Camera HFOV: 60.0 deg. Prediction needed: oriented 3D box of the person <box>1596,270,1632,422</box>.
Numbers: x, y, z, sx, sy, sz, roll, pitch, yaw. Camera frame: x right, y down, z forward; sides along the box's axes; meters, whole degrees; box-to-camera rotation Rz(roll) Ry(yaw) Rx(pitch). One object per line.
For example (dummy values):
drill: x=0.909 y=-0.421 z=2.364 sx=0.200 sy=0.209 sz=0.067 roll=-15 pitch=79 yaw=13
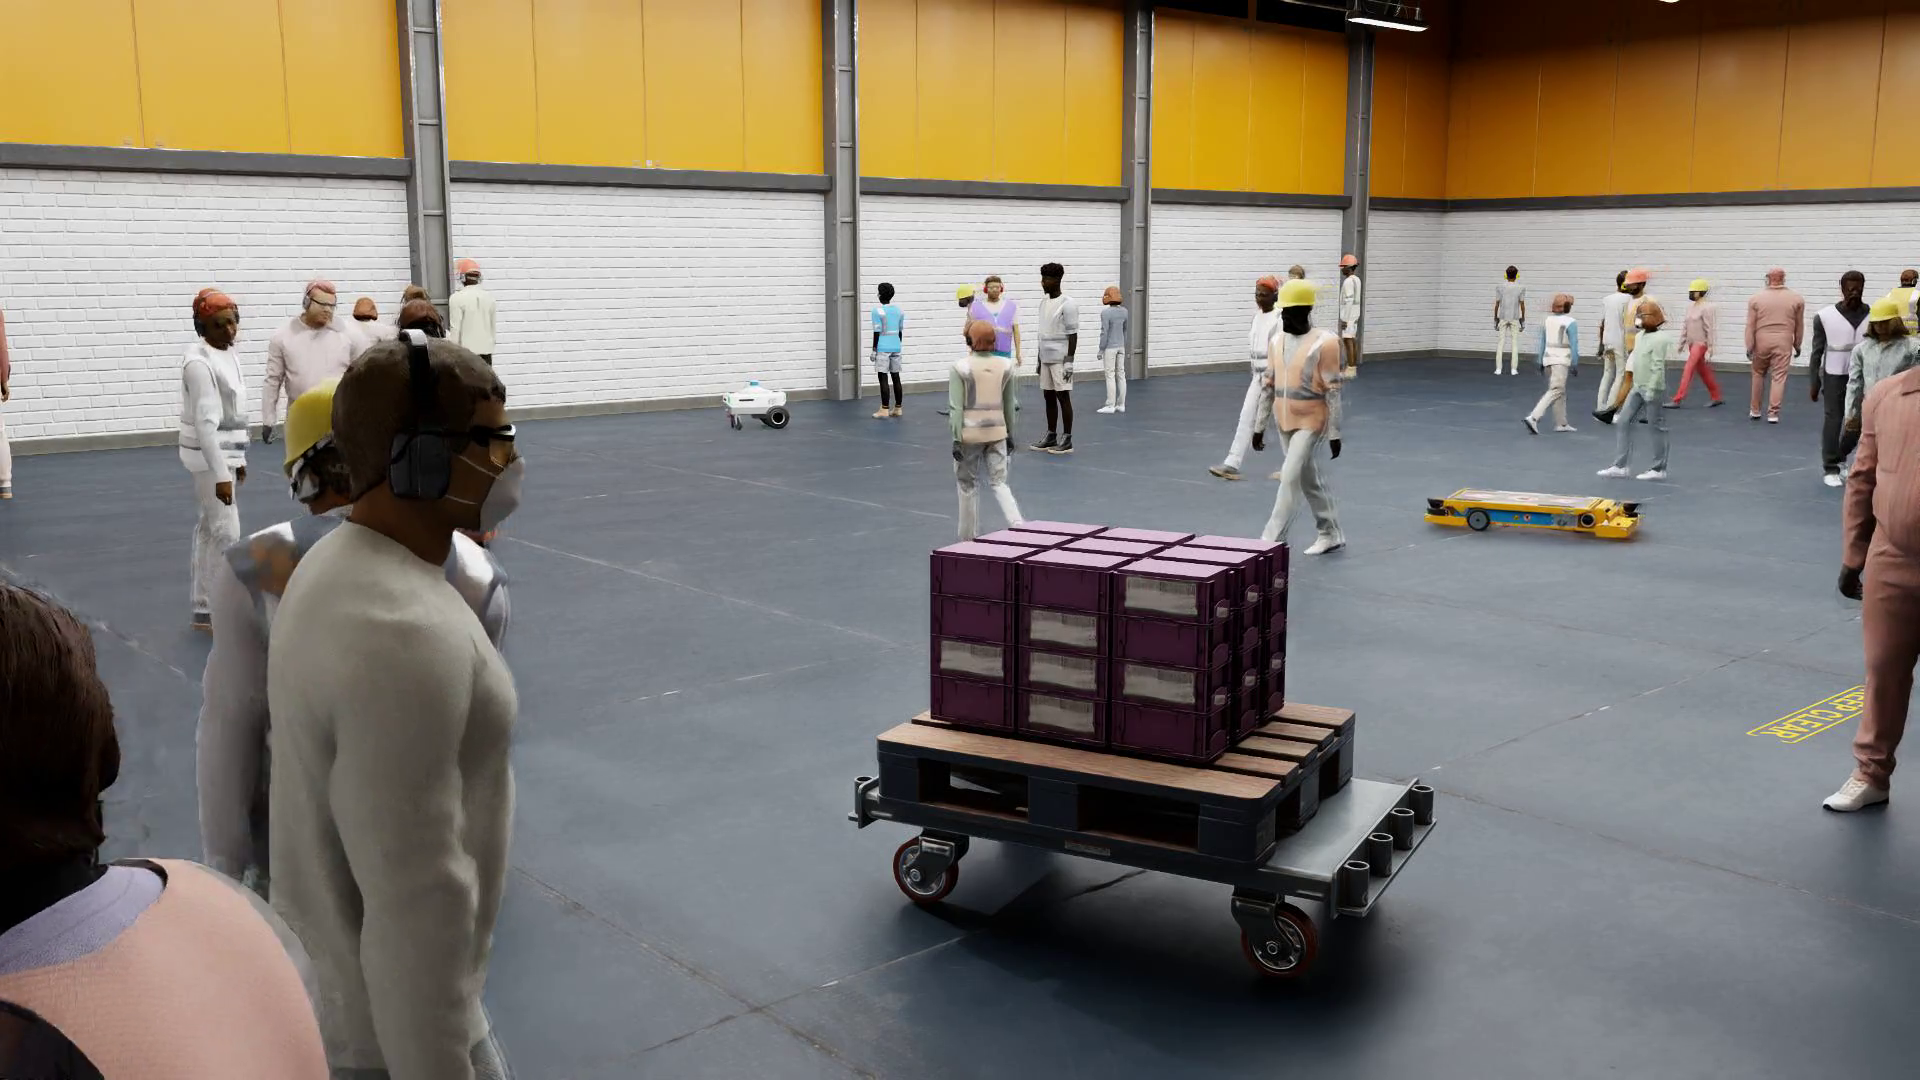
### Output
person: x=7.995 y=-2.356 z=20.295 sx=0.414 sy=1.853 sz=0.630 roll=-2 pitch=10 yaw=-14

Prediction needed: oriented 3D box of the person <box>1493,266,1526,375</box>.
person: x=9.400 y=-3.754 z=28.452 sx=0.516 sy=1.862 sz=0.315 roll=4 pitch=10 yaw=21

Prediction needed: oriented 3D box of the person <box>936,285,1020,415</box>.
person: x=0.268 y=-2.412 z=21.161 sx=1.065 sy=1.672 sz=0.537 roll=1 pitch=10 yaw=3

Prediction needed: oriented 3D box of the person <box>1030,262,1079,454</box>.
person: x=0.973 y=-1.871 z=17.112 sx=0.366 sy=1.962 sz=0.614 roll=-6 pitch=11 yaw=-30

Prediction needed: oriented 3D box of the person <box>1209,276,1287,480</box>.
person: x=2.686 y=-1.431 z=14.895 sx=0.936 sy=1.837 sz=0.585 roll=-5 pitch=11 yaw=-27

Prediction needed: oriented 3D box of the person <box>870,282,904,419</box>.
person: x=-0.916 y=-2.362 z=20.776 sx=0.317 sy=1.695 sz=0.540 roll=8 pitch=13 yaw=40

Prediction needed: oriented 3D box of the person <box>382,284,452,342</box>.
person: x=-4.110 y=-1.029 z=12.648 sx=0.520 sy=1.818 sz=0.871 roll=-4 pitch=10 yaw=-20

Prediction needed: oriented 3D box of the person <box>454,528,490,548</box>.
person: x=-1.851 y=0.233 z=5.722 sx=0.545 sy=1.646 sz=0.888 roll=-9 pitch=13 yaw=-41

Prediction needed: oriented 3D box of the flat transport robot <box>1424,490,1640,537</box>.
flat transport robot: x=4.247 y=-0.212 z=12.357 sx=1.431 sy=0.197 sz=0.652 roll=5 pitch=11 yaw=28

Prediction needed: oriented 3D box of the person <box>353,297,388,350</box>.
person: x=-6.174 y=-1.740 z=17.389 sx=0.505 sy=1.603 sz=0.781 roll=3 pitch=10 yaw=16

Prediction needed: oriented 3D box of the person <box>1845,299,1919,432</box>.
person: x=6.902 y=-0.948 z=12.472 sx=0.884 sy=1.689 sz=0.502 roll=-10 pitch=14 yaw=-44

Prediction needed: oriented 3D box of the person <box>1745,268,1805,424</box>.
person: x=9.947 y=-2.376 z=20.358 sx=0.651 sy=1.863 sz=0.942 roll=4 pitch=11 yaw=23

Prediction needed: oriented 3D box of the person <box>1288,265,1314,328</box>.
person: x=4.836 y=-2.945 z=23.587 sx=0.605 sy=1.895 sz=0.646 roll=-5 pitch=11 yaw=-26

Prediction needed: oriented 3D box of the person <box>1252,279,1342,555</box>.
person: x=2.235 y=-0.782 z=11.024 sx=1.009 sy=1.875 sz=0.613 roll=-6 pitch=11 yaw=-30

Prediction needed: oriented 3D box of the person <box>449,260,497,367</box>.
person: x=-5.383 y=-2.082 z=18.350 sx=0.407 sy=1.972 sz=0.660 roll=7 pitch=12 yaw=35

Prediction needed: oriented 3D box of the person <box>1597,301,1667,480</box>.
person: x=6.093 y=-1.336 z=14.993 sx=0.676 sy=1.607 sz=0.521 roll=-1 pitch=10 yaw=-7

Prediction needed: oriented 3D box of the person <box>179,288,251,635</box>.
person: x=-3.971 y=-0.400 z=8.832 sx=0.415 sy=1.858 sz=0.647 roll=-2 pitch=10 yaw=-10

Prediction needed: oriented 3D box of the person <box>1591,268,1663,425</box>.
person: x=8.091 y=-2.317 z=19.988 sx=1.042 sy=1.875 sz=0.551 roll=-2 pitch=10 yaw=-11

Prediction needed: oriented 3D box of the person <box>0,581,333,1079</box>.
person: x=-0.623 y=0.935 z=1.177 sx=0.437 sy=1.811 sz=0.713 roll=-2 pitch=10 yaw=-12

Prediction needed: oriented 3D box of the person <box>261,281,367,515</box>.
person: x=-4.433 y=-0.841 z=11.427 sx=0.689 sy=1.840 sz=0.992 roll=-2 pitch=10 yaw=-9

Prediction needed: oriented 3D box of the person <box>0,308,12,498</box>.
person: x=-8.180 y=-1.305 z=13.744 sx=0.394 sy=1.985 sz=0.611 roll=7 pitch=12 yaw=37

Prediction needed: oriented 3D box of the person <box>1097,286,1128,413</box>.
person: x=1.971 y=-2.458 z=21.517 sx=0.499 sy=1.634 sz=0.280 roll=-9 pitch=13 yaw=-43

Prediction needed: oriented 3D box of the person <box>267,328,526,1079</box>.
person: x=-0.772 y=0.673 z=2.346 sx=0.389 sy=1.928 sz=0.647 roll=-4 pitch=11 yaw=-24

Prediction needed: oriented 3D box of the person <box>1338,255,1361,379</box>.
person: x=6.414 y=-3.690 z=27.534 sx=0.388 sy=2.041 sz=0.615 roll=5 pitch=11 yaw=25

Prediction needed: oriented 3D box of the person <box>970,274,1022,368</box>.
person: x=0.400 y=-2.179 z=19.348 sx=0.587 sy=1.823 sz=0.778 roll=-1 pitch=10 yaw=-8

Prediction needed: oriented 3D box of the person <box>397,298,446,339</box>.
person: x=-2.710 y=-0.315 z=8.439 sx=0.628 sy=1.822 sz=0.632 roll=-7 pitch=12 yaw=-35

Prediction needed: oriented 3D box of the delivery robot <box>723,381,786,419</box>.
delivery robot: x=-2.420 y=-1.633 z=19.572 sx=0.707 sy=0.478 sz=0.477 roll=-3 pitch=10 yaw=-16

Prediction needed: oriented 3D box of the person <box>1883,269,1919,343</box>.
person: x=13.141 y=-2.836 z=23.128 sx=0.429 sy=1.844 sz=0.624 roll=-6 pitch=11 yaw=-30

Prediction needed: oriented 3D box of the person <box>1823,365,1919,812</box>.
person: x=3.422 y=0.083 z=5.850 sx=0.403 sy=1.906 sz=0.651 roll=-8 pitch=12 yaw=-38

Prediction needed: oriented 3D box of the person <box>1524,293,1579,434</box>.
person: x=6.770 y=-2.005 z=18.953 sx=0.795 sy=1.611 sz=0.527 roll=-4 pitch=10 yaw=-21

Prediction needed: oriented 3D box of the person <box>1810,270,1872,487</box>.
person: x=7.799 y=-1.418 z=14.647 sx=0.619 sy=1.900 sz=0.447 roll=1 pitch=10 yaw=7

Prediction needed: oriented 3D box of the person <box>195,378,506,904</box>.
person: x=-1.257 y=0.569 z=3.405 sx=0.644 sy=1.772 sz=0.802 roll=-7 pitch=12 yaw=-34

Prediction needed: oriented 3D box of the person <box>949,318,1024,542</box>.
person: x=0.186 y=-0.676 z=11.150 sx=0.522 sy=1.616 sz=0.690 roll=-5 pitch=11 yaw=-28

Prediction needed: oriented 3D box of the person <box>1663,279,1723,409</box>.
person: x=9.817 y=-2.600 z=22.111 sx=0.919 sy=1.720 sz=0.542 roll=-1 pitch=10 yaw=-4
